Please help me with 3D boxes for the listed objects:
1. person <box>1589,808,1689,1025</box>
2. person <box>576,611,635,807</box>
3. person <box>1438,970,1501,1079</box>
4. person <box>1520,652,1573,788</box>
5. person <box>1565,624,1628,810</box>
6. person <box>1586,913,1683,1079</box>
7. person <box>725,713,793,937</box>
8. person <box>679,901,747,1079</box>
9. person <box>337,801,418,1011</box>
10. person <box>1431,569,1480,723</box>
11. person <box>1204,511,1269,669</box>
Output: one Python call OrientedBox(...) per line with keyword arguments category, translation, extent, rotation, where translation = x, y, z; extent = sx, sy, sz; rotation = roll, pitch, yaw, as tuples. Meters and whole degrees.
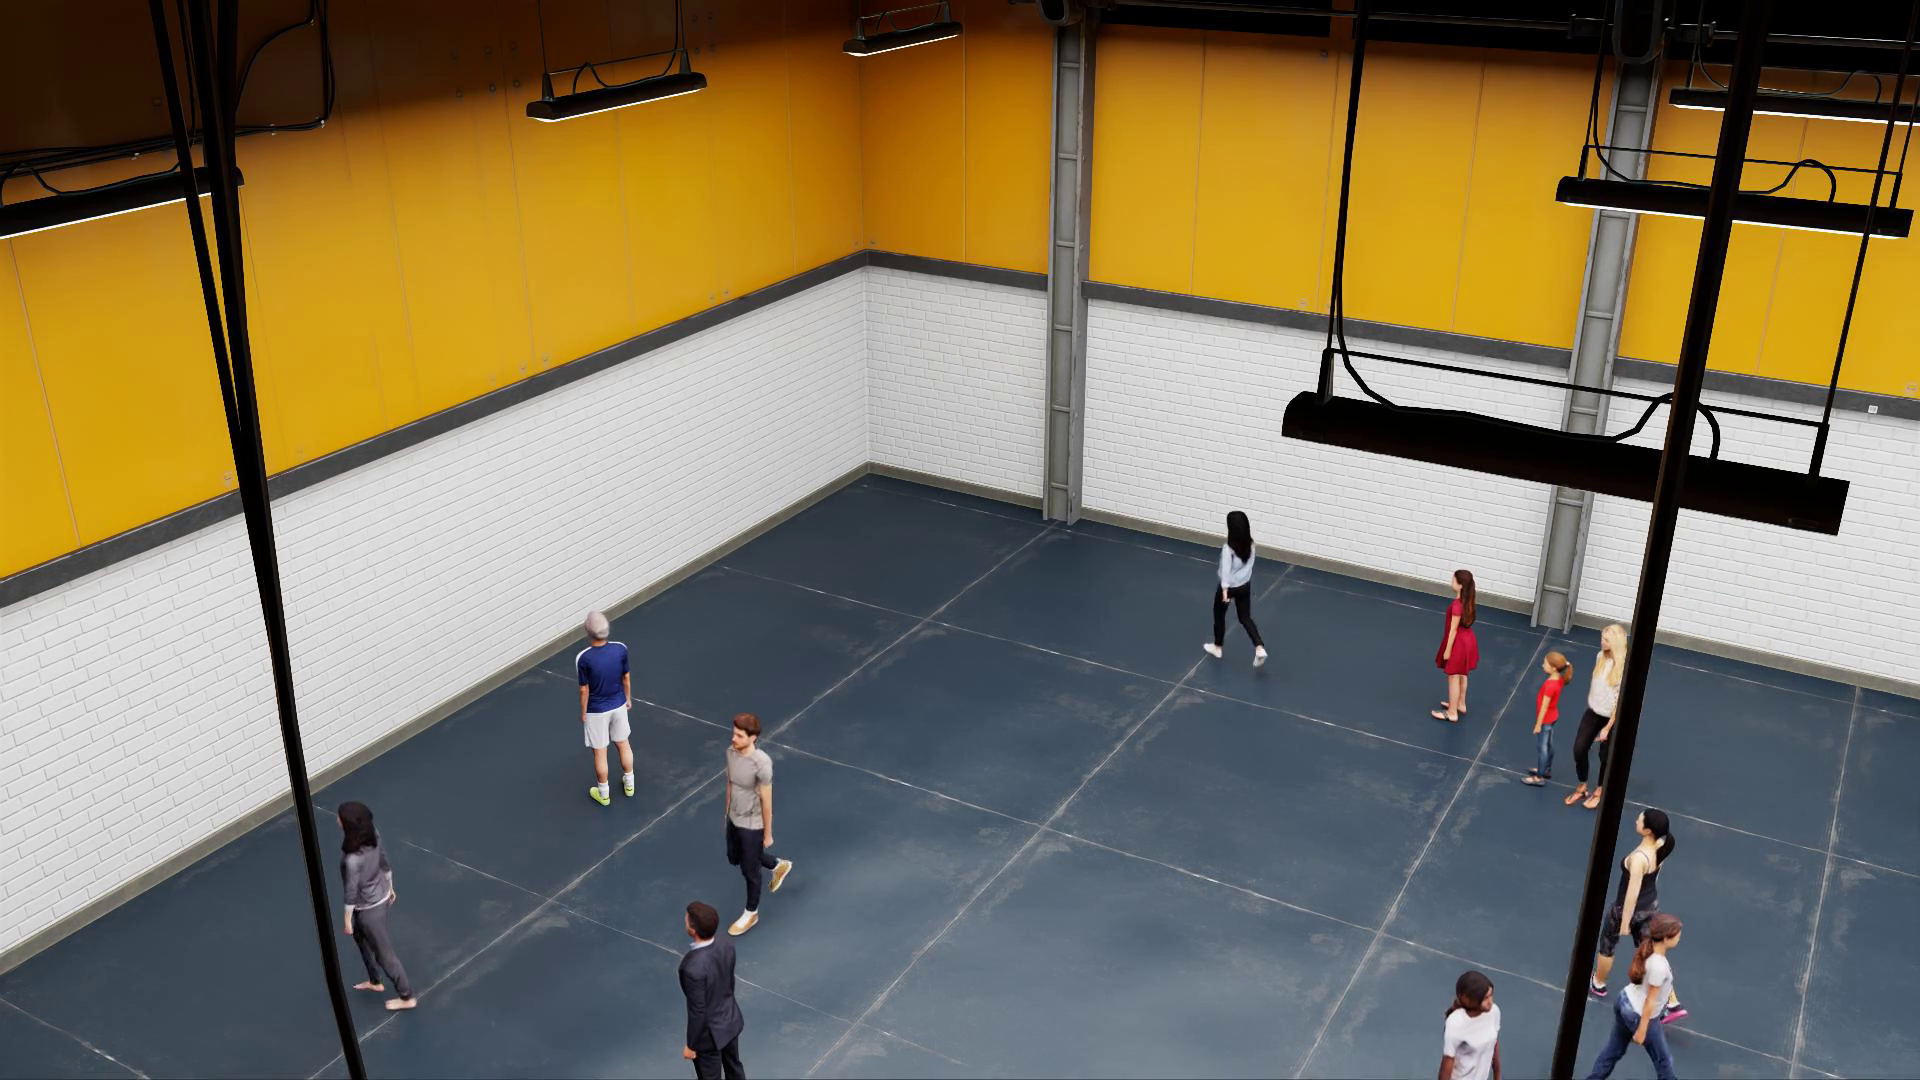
OrientedBox(category="person", translation=(4.951, 2.720, 11.980), extent=(0.876, 1.696, 1.167), rotation=(-16, 28, -33))
OrientedBox(category="person", translation=(-3.128, 1.466, 14.671), extent=(0.716, 1.839, 0.700), rotation=(-16, 28, -32))
OrientedBox(category="person", translation=(3.110, 3.391, 10.459), extent=(0.846, 1.684, 1.203), rotation=(-19, 30, -37))
OrientedBox(category="person", translation=(5.311, 1.606, 15.013), extent=(0.489, 1.308, 0.474), rotation=(15, 28, 31))
OrientedBox(category="person", translation=(5.711, 1.544, 14.534), extent=(0.791, 1.805, 0.745), rotation=(-14, 27, -29))
OrientedBox(category="person", translation=(4.482, 3.176, 11.154), extent=(1.108, 1.523, 0.846), rotation=(2, 24, 5))
OrientedBox(category="person", translation=(-1.595, 2.158, 13.032), extent=(0.870, 1.883, 0.970), rotation=(-22, 32, -40))
OrientedBox(category="person", translation=(-1.611, 3.147, 10.790), extent=(0.590, 1.868, 0.641), rotation=(11, 26, 24))
OrientedBox(category="person", translation=(-4.174, 2.664, 12.042), extent=(0.892, 1.750, 0.779), rotation=(3, 24, 8))
OrientedBox(category="person", translation=(4.834, 1.003, 16.092), extent=(0.619, 1.549, 0.569), rotation=(16, 28, 32))
OrientedBox(category="person", translation=(2.876, 0.518, 17.025), extent=(0.891, 1.690, 1.126), rotation=(-15, 28, -31))
